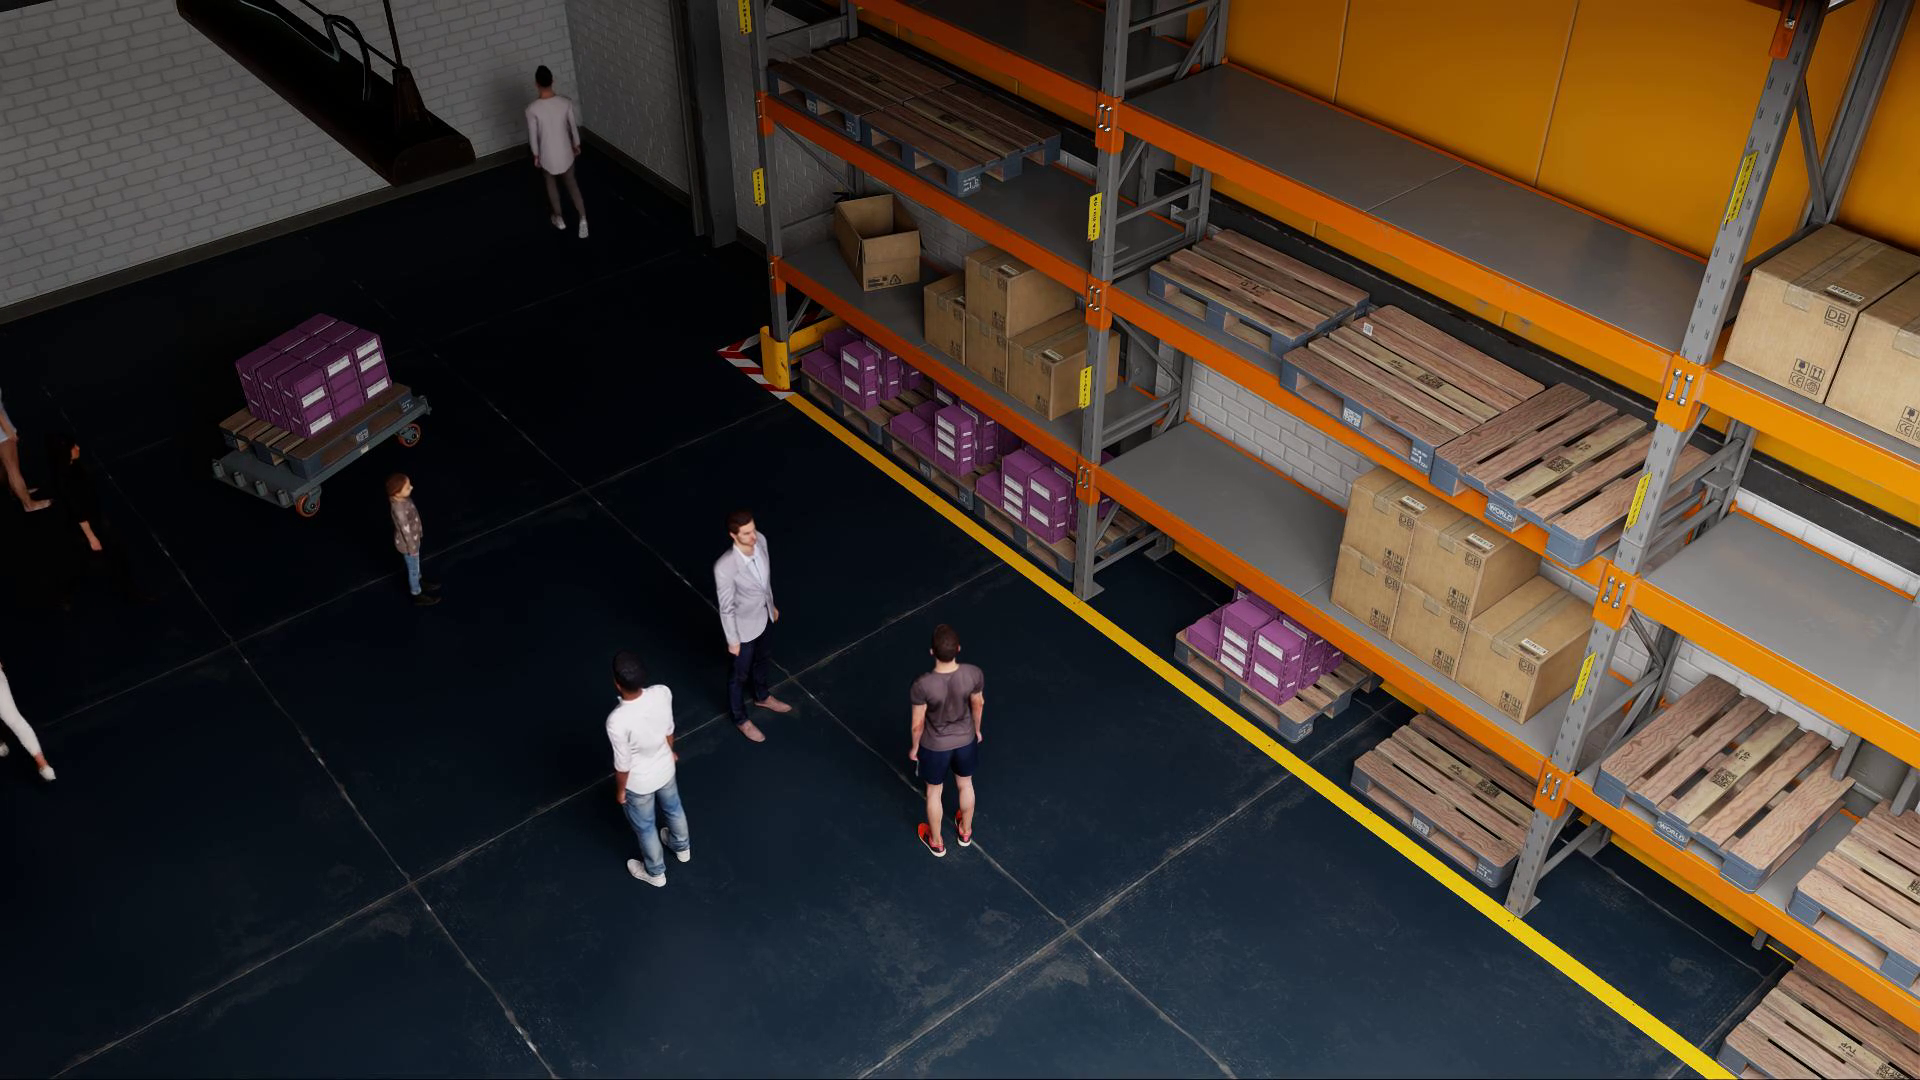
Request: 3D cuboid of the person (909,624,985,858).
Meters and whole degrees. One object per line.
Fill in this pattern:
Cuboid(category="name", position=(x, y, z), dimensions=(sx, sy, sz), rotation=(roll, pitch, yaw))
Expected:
Cuboid(category="person", position=(-0.080, 1.257, 10.414), dimensions=(0.707, 1.854, 0.660), rotation=(-14, 41, -17))

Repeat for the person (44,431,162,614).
Cuboid(category="person", position=(-6.520, -0.081, 12.276), dimensions=(0.899, 1.621, 0.981), rotation=(-9, 39, -11))

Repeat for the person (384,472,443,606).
Cuboid(category="person", position=(-4.169, -0.028, 12.552), dimensions=(0.598, 1.195, 0.504), rotation=(-10, 40, -12))

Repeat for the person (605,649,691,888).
Cuboid(category="person", position=(-1.941, 1.402, 10.264), dimensions=(0.630, 1.814, 0.686), rotation=(27, 46, 29))

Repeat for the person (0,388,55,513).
Cuboid(category="person", position=(-7.781, -0.943, 13.371), dimensions=(0.505, 1.602, 0.645), rotation=(31, 48, 33))

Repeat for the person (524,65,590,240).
Cuboid(category="person", position=(-4.088, -3.916, 16.920), dimensions=(0.809, 1.819, 1.106), rotation=(-20, 43, -23))

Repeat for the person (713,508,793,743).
Cuboid(category="person", position=(-1.442, 0.530, 11.325), dimensions=(0.706, 1.853, 0.752), rotation=(20, 43, 23))
